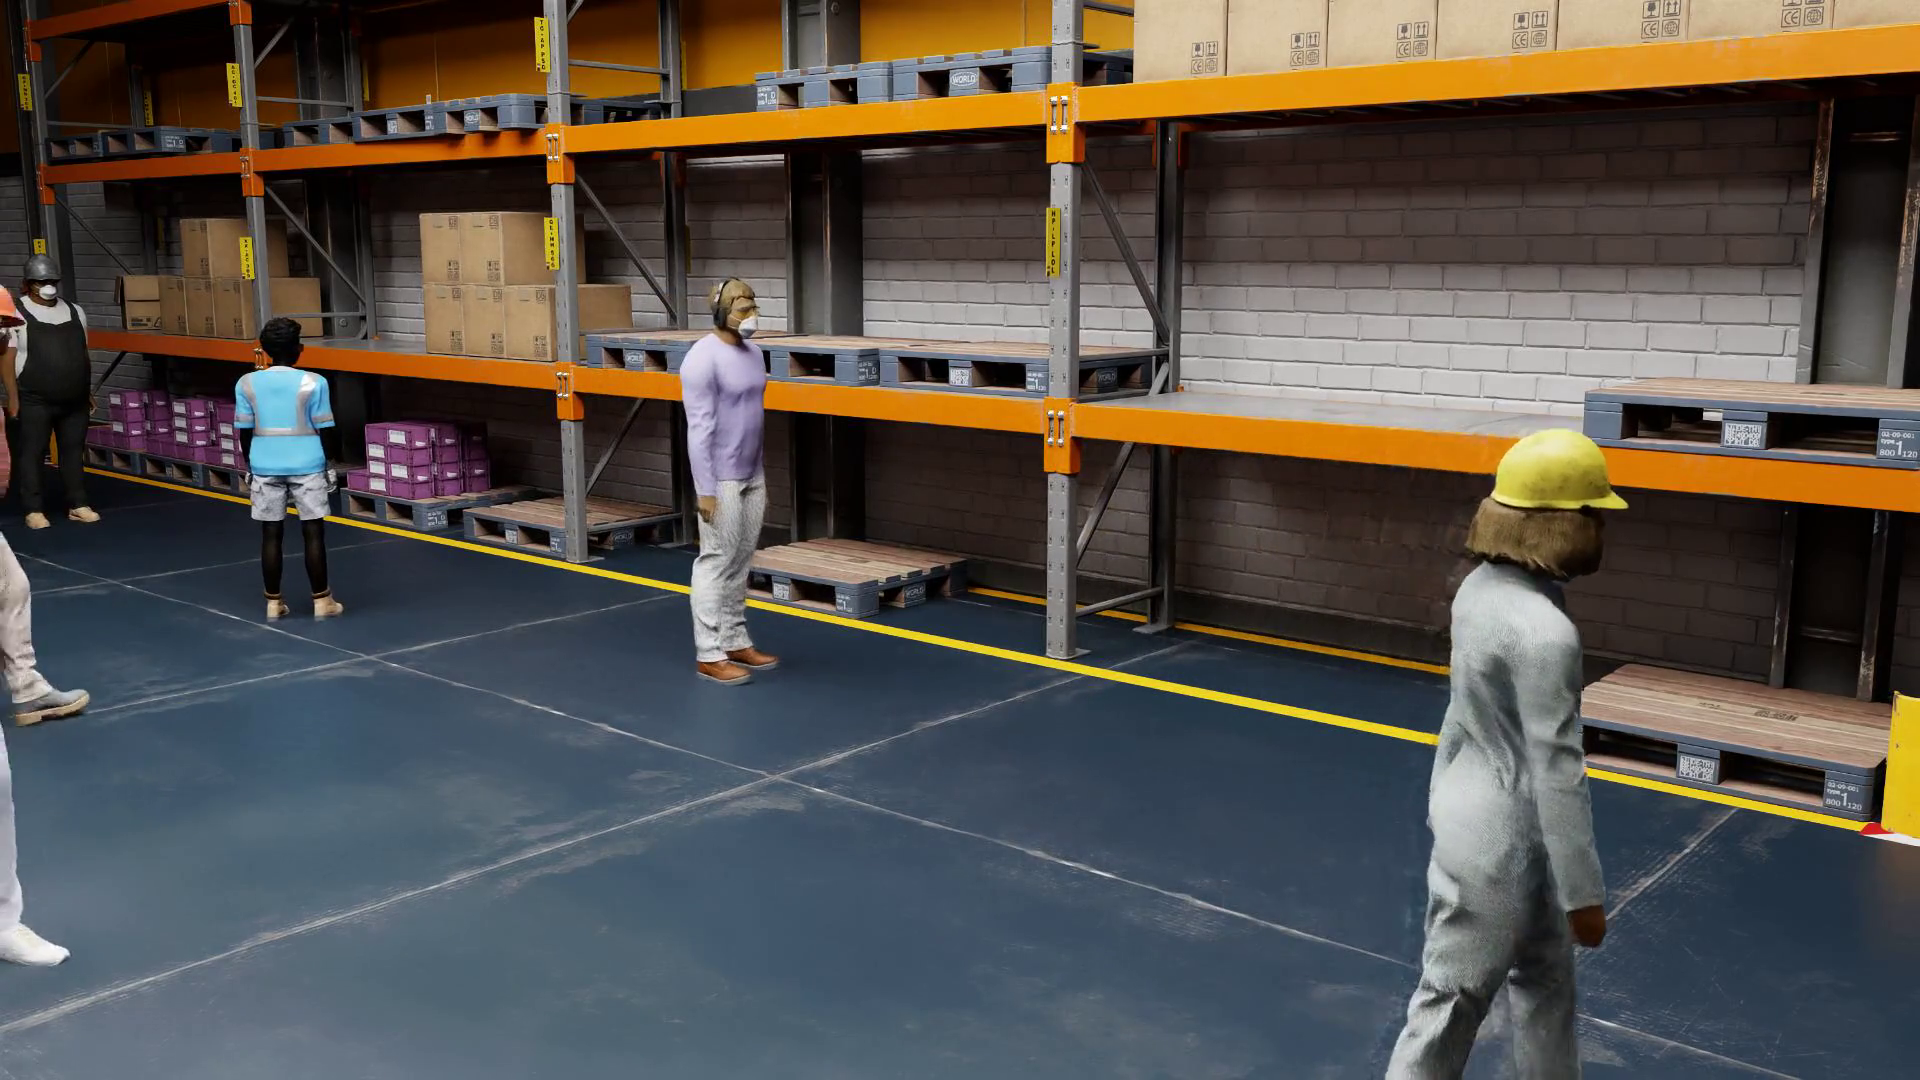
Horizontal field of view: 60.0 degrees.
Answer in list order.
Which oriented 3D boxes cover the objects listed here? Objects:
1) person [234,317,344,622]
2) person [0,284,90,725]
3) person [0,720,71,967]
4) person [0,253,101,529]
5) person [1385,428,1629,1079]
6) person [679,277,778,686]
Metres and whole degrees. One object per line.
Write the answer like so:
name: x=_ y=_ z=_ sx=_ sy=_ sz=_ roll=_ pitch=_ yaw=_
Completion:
person: x=-3.732 y=-0.388 z=9.259 sx=0.538 sy=1.698 sz=0.320 roll=0 pitch=10 yaw=-2
person: x=-4.096 y=-0.107 z=6.964 sx=0.880 sy=1.940 sz=0.721 roll=-8 pitch=13 yaw=-40
person: x=-3.021 y=0.330 z=4.777 sx=0.766 sy=1.845 sz=0.519 roll=4 pitch=11 yaw=23
person: x=-6.758 y=-1.113 z=12.416 sx=0.535 sy=2.000 sz=0.685 roll=7 pitch=12 yaw=33
person: x=1.204 y=0.630 z=3.422 sx=0.777 sy=1.711 sz=0.505 roll=1 pitch=10 yaw=4
person: x=-1.107 y=-0.287 z=8.003 sx=0.352 sy=1.937 sz=0.635 roll=4 pitch=11 yaw=20
